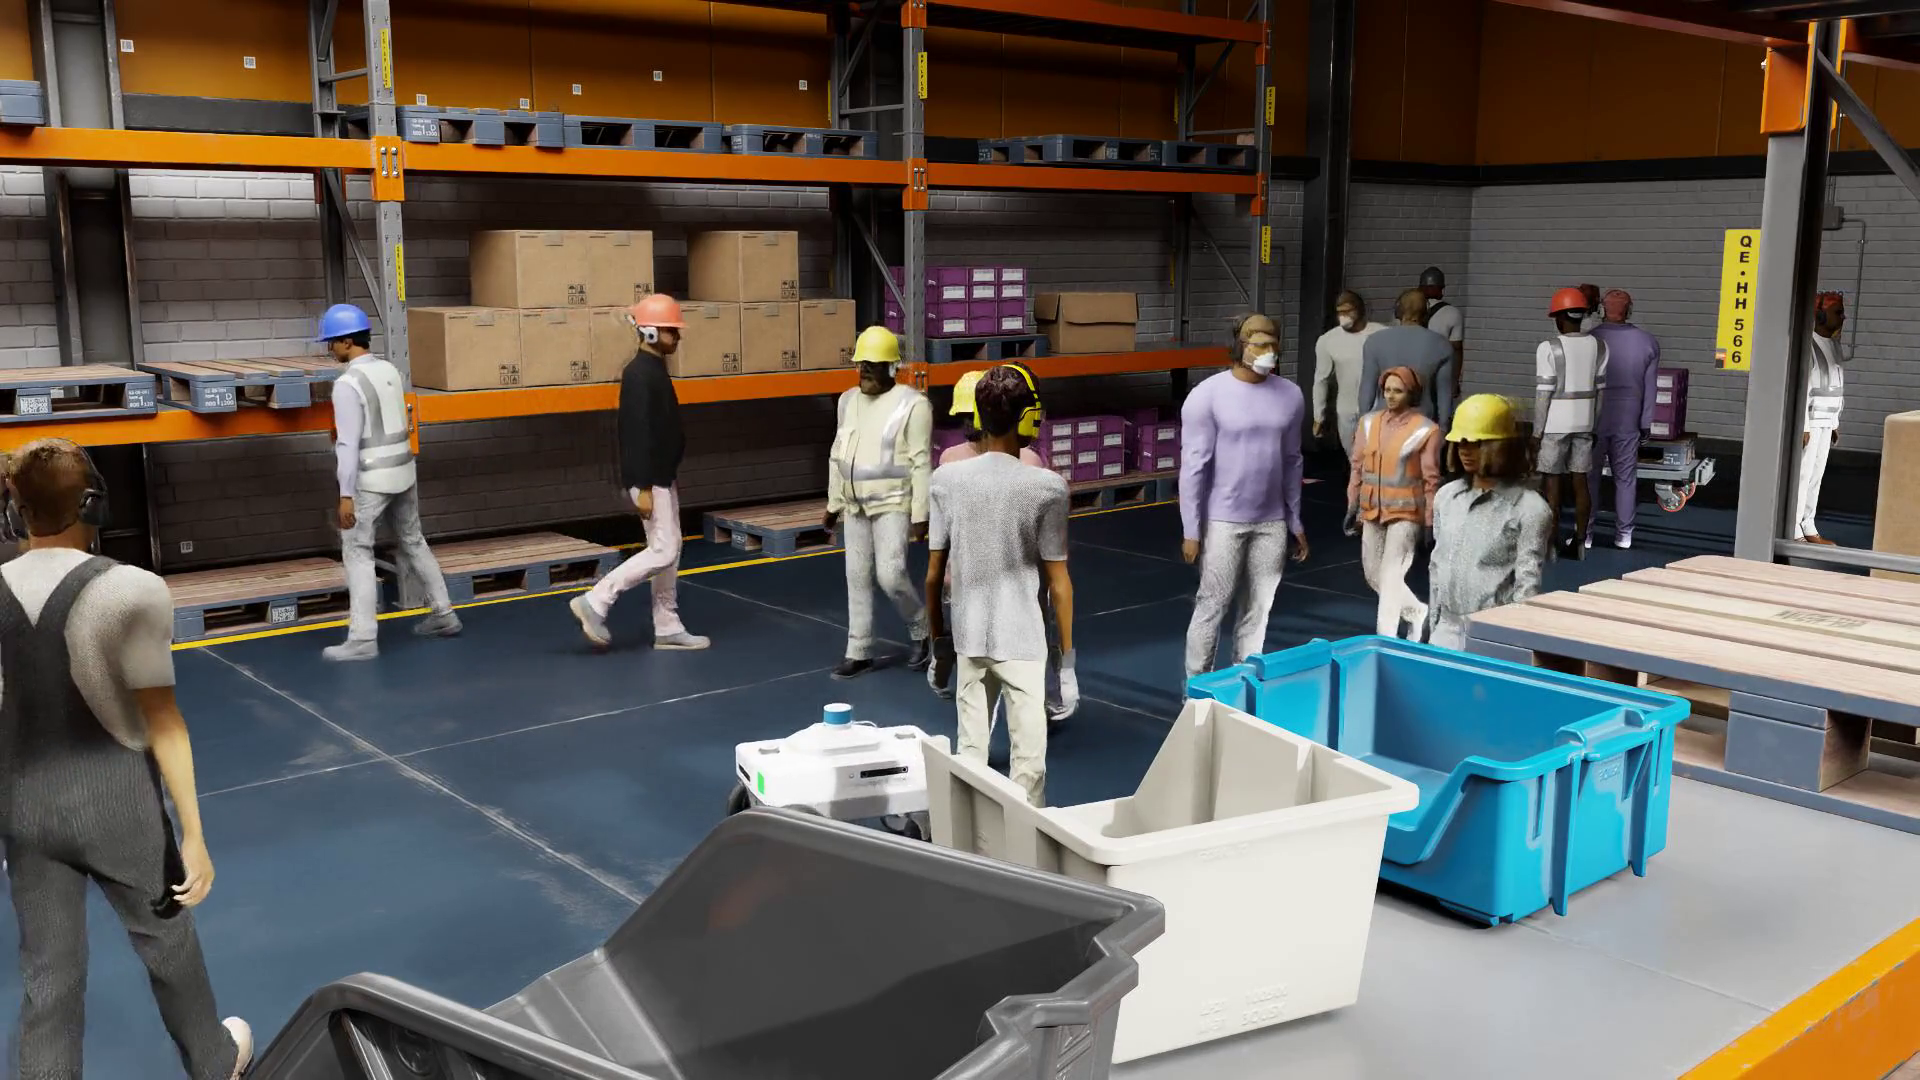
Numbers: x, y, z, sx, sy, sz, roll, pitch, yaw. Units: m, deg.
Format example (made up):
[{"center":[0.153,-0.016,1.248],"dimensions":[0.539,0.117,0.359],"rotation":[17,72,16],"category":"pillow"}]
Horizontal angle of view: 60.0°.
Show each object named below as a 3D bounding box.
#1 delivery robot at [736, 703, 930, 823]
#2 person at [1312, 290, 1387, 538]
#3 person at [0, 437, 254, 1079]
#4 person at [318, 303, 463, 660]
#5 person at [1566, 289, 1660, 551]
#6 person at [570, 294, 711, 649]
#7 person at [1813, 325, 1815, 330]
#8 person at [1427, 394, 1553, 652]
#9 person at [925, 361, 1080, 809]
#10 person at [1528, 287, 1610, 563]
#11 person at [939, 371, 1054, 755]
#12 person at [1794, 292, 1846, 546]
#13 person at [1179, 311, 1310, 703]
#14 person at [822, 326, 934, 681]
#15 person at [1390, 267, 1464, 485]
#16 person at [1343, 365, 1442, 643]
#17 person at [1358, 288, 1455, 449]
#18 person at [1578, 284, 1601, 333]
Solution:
[{"center":[-0.443,0.841,6.076],"dimensions":[0.707,0.478,0.477],"rotation":[-4,11,-21],"category":"delivery robot"},{"center":[3.036,-0.962,12.730],"dimensions":[0.646,1.876,0.836],"rotation":[6,12,29],"category":"person"},{"center":[-2.000,0.656,3.928],"dimensions":[0.578,1.794,0.897],"rotation":[0,10,-2],"category":"person"},{"center":[-3.184,-0.324,9.079],"dimensions":[0.490,1.925,0.735],"rotation":[2,10,11],"category":"person"},{"center":[4.722,-0.869,12.132],"dimensions":[0.653,1.906,0.408],"rotation":[0,10,2],"category":"person"},{"center":[-1.739,-0.343,9.023],"dimensions":[0.628,1.972,0.618],"rotation":[0,10,-2],"category":"person"},{"center":[6.927,-1.127,13.898],"dimensions":[0.669,1.808,0.713],"rotation":[0,10,0],"category":"person"},{"center":[1.789,0.359,5.766],"dimensions":[0.361,1.731,0.486],"rotation":[-8,13,-37],"category":"person"},{"center":[0.134,0.371,5.296],"dimensions":[0.530,1.869,0.311],"rotation":[5,11,27],"category":"person"},{"center":[4.244,-0.801,11.684],"dimensions":[0.542,1.931,0.366],"rotation":[-3,10,-15],"category":"person"},{"center":[0.197,0.118,7.165],"dimensions":[0.548,1.716,0.938],"rotation":[8,13,38],"category":"person"},{"center":[6.194,-0.840,12.032],"dimensions":[0.575,1.885,0.355],"rotation":[-9,14,-41],"category":"person"},{"center":[1.285,-0.072,7.648],"dimensions":[0.672,1.931,0.346],"rotation":[-4,11,-23],"category":"person"},{"center":[-0.431,-0.188,8.550],"dimensions":[0.615,1.825,0.485],"rotation":[8,13,38],"category":"person"},{"center":[4.375,-1.544,15.537],"dimensions":[0.702,2.000,0.536],"rotation":[8,13,39],"category":"person"},{"center":[2.331,-0.128,8.807],"dimensions":[0.704,1.611,0.518],"rotation":[-8,13,-37],"category":"person"},{"center":[3.141,-0.814,11.773],"dimensions":[0.659,1.923,0.487],"rotation":[2,10,9],"category":"person"},{"center":[6.176,-1.604,16.463],"dimensions":[0.895,1.840,0.598],"rotation":[0,10,1],"category":"person"}]
